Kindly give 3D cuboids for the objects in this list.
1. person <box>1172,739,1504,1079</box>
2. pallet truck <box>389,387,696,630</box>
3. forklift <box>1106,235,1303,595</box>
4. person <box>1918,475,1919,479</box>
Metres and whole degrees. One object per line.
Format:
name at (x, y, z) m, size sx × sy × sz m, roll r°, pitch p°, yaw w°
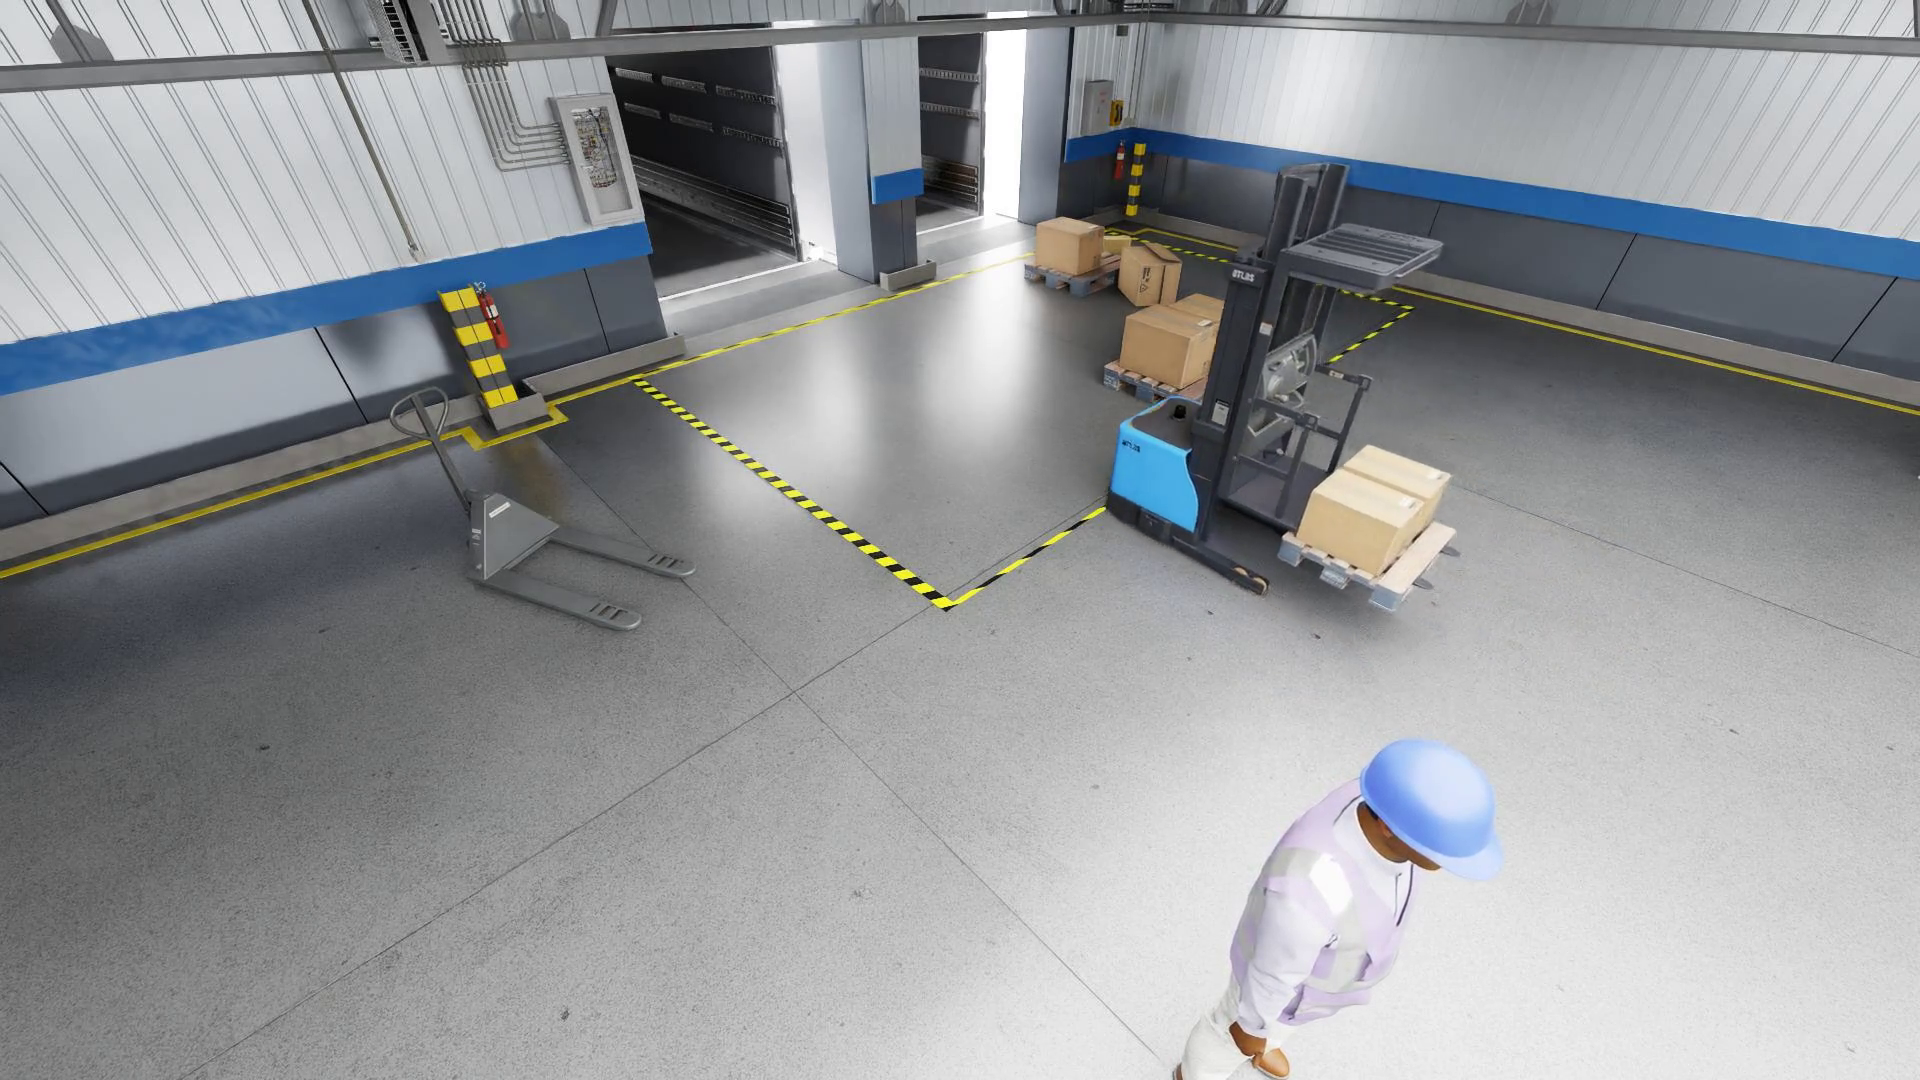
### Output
person at (0.997, 1.211, 2.126) m, size 0.613 × 1.945 × 0.401 m, roll -28°, pitch 46°, yaw -31°
pallet truck at (-2.613, -0.247, 4.593) m, size 1.601 × 1.201 × 0.680 m, roll 14°, pitch 40°, yaw 17°
forklift at (1.639, -0.953, 4.851) m, size 0.716 × 2.013 × 0.776 m, roll -30°, pitch 47°, yaw -33°
person at (7.885, -1.109, 5.295) m, size 0.486 × 1.744 × 0.309 m, roll 0°, pitch 38°, yaw 0°
